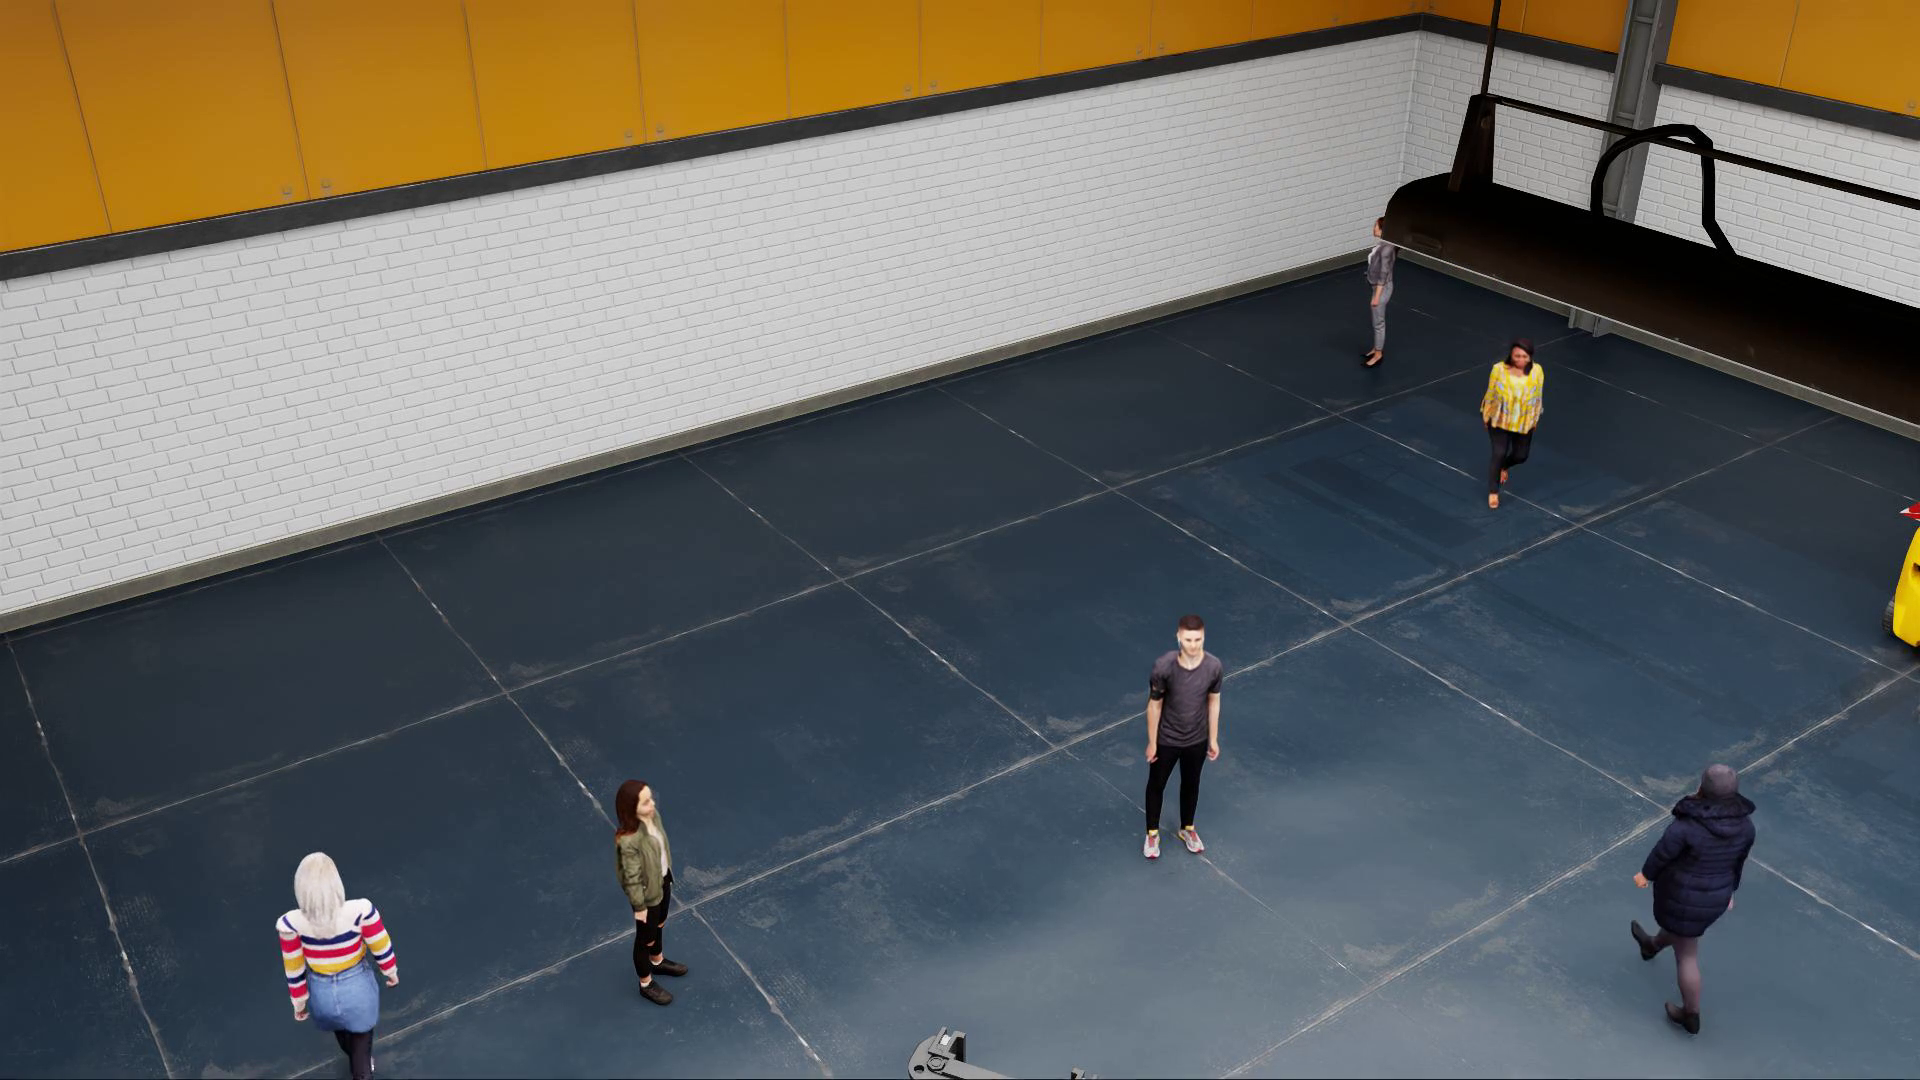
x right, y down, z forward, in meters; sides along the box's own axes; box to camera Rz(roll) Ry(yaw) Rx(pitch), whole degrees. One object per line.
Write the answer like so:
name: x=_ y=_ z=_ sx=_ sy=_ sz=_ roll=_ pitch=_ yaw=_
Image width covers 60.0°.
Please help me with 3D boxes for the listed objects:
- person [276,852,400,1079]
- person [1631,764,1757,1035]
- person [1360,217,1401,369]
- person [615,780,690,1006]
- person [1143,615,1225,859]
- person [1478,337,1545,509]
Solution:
person: x=-3.185 y=2.415 z=8.571 sx=0.942 sy=1.773 sz=1.155 roll=-5 pitch=29 yaw=-10
person: x=4.176 y=2.050 z=9.395 sx=0.921 sy=1.625 sz=1.168 roll=-7 pitch=29 yaw=-13
person: x=4.559 y=-2.691 z=18.032 sx=0.762 sy=1.677 sz=0.719 roll=8 pitch=30 yaw=14
person: x=-1.807 y=2.008 z=9.628 sx=0.704 sy=1.476 sz=0.654 roll=6 pitch=29 yaw=11
person: x=1.427 y=1.251 z=10.715 sx=0.722 sy=1.764 sz=0.715 roll=-3 pitch=29 yaw=-6
person: x=5.015 y=-1.102 z=15.158 sx=0.940 sy=1.640 sz=1.005 roll=3 pitch=29 yaw=6
